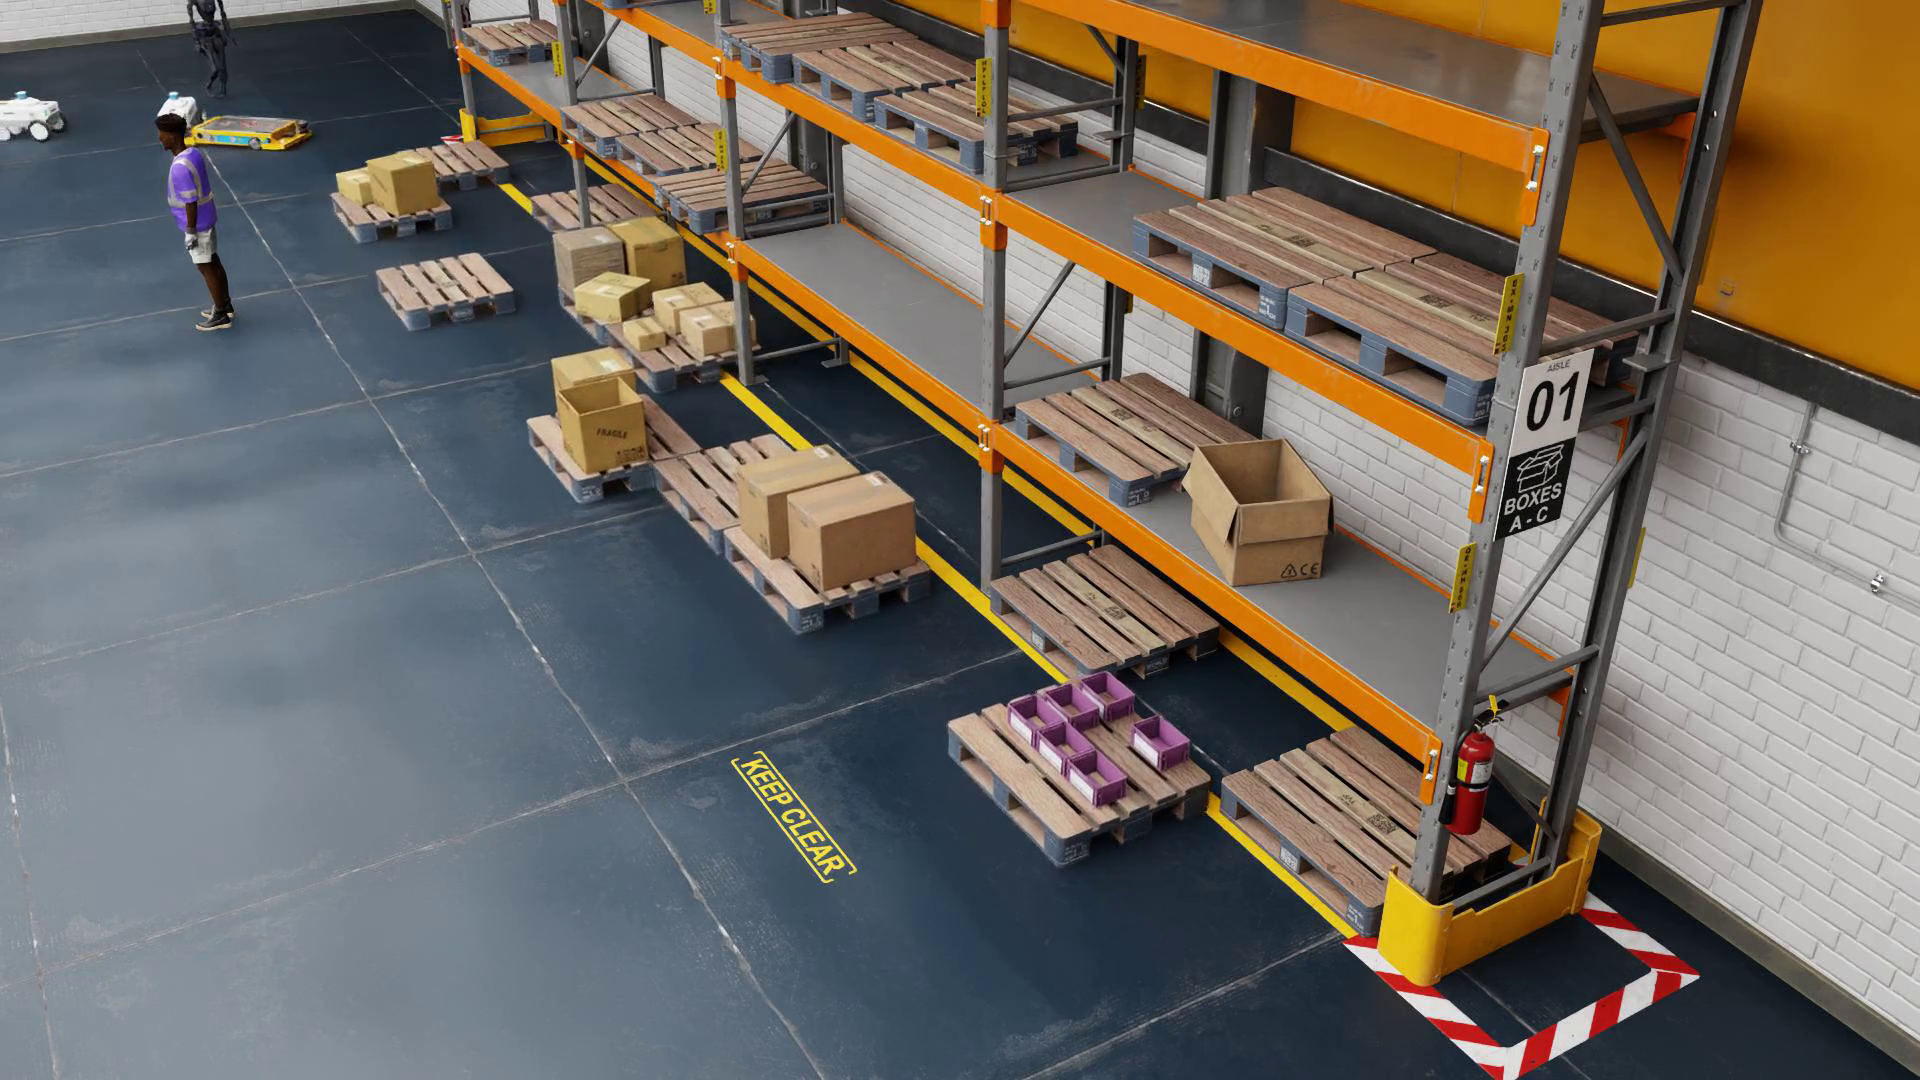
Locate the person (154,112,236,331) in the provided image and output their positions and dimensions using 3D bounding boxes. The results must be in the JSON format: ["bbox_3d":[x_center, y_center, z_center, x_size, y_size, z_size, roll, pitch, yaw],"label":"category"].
[{"bbox_3d":[-6.884,-2.868,14.975,0.361,1.964,0.612,-6,30,-10],"label":"person"}]

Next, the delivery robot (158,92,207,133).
[{"bbox_3d":[-9.667,-5.234,20.599,0.499,0.611,0.814,-7,30,-12],"label":"delivery robot"}]

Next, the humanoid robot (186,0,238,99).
[{"bbox_3d":[-9.884,-6.643,21.937,0.400,1.647,0.604,17,34,28],"label":"humanoid robot"}]

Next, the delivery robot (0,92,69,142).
[{"bbox_3d":[-11.527,-5.236,20.604,0.815,0.612,0.499,1,30,1],"label":"delivery robot"}]

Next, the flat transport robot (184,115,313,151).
[{"bbox_3d":[-8.803,-5.016,20.488,1.431,0.231,0.659,6,30,11],"label":"flat transport robot"}]
